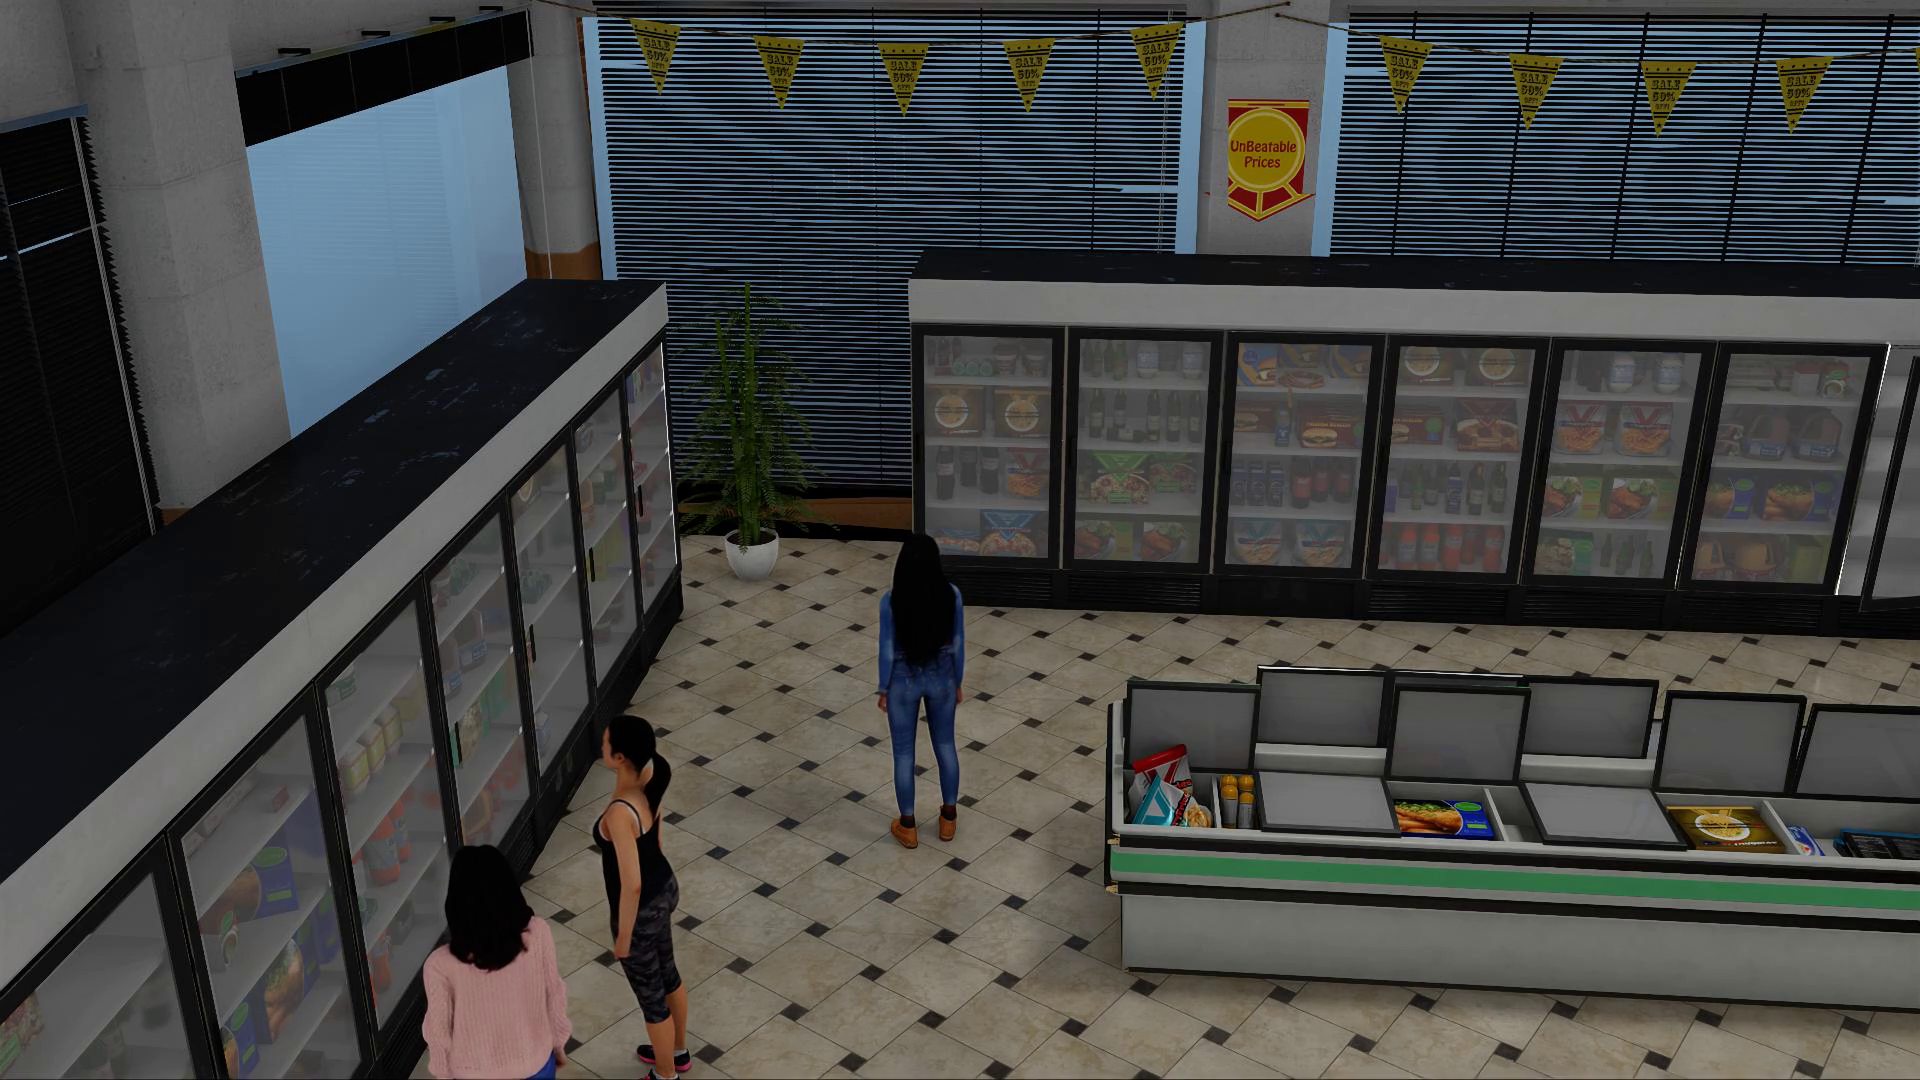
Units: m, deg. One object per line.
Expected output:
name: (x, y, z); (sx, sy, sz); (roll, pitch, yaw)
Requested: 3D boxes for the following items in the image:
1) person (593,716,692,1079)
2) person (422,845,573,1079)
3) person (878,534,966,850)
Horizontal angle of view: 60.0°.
person: (-1.258, 1.479, 6.682); (0.560, 1.730, 0.585); (4, 22, 10)
person: (-1.577, 1.836, 5.741); (0.680, 1.769, 0.790); (-11, 25, -26)
person: (-0.192, 0.766, 8.480); (0.572, 1.712, 0.724); (-6, 23, -14)
